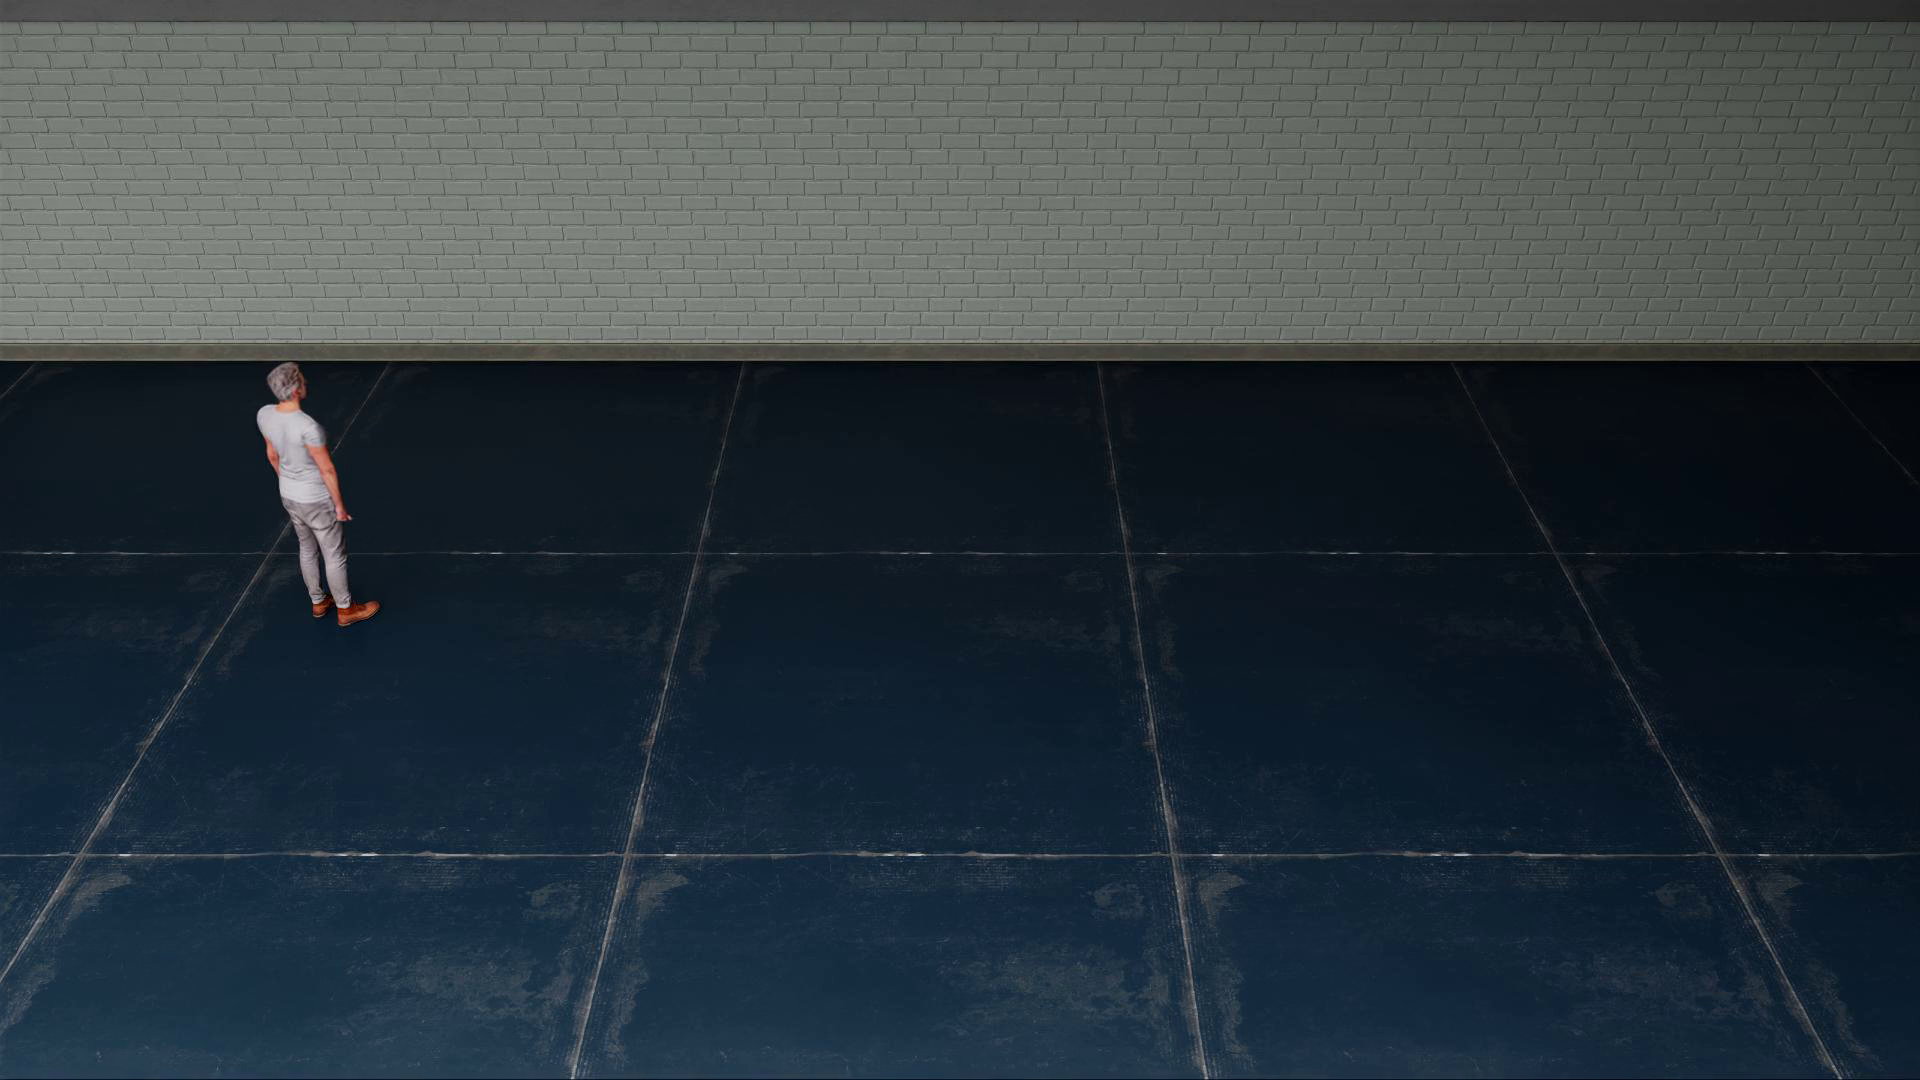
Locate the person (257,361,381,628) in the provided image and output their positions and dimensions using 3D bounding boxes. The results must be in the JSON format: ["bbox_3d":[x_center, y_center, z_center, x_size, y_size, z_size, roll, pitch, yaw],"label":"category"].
[{"bbox_3d":[-4.116,-0.282,10.532,0.766,1.829,0.747,17,37,24],"label":"person"}]
